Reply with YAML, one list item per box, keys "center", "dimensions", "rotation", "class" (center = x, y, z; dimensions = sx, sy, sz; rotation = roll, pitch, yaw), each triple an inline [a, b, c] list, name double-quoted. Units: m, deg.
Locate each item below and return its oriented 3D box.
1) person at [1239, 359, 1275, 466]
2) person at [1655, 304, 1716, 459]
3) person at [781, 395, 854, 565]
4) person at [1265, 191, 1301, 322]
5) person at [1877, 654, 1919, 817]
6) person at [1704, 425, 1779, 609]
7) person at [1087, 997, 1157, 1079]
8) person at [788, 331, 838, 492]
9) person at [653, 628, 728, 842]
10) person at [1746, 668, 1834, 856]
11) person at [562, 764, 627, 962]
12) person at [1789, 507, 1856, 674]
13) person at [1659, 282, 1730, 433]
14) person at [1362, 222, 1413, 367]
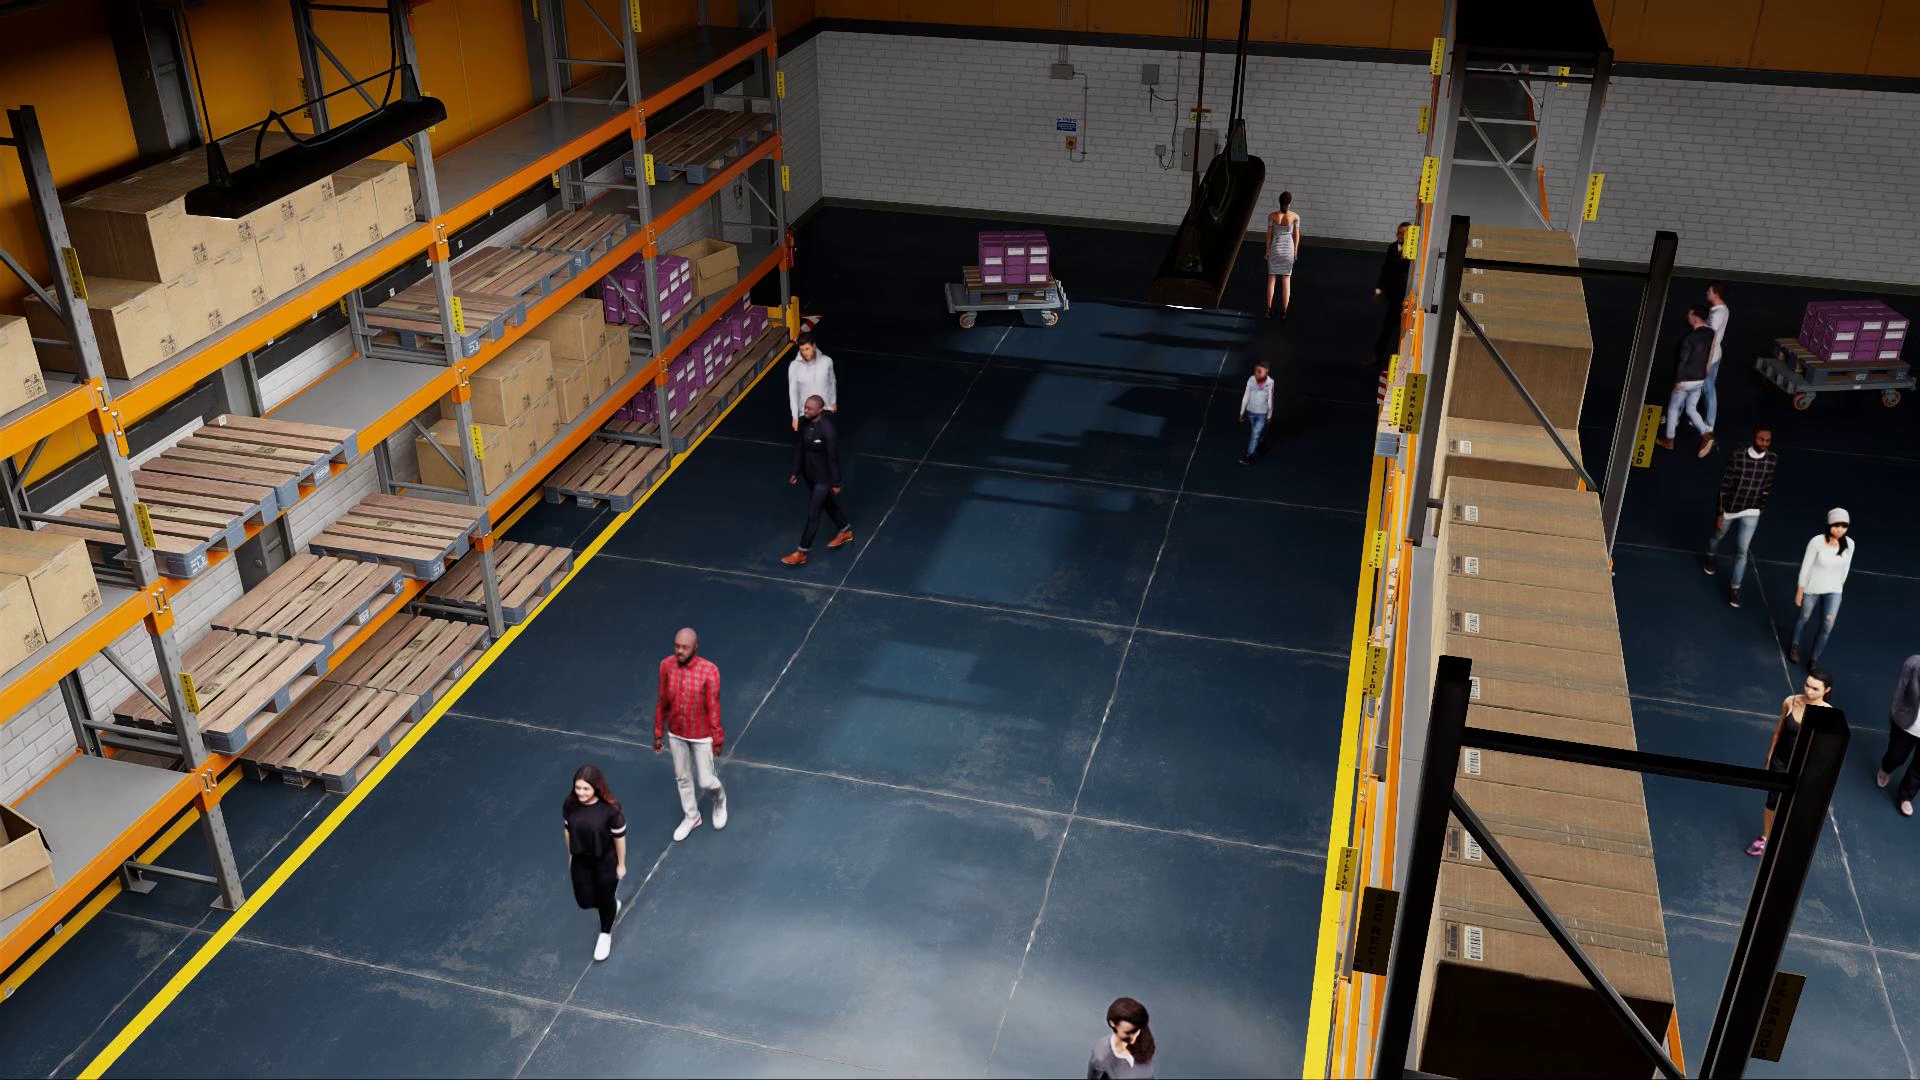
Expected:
- center: [3.447, -1.496, 19.027]
  dimensions: [0.716, 1.230, 0.958]
  rotation: [21, 35, 33]
  class: "person"
- center: [8.385, -1.790, 18.959]
  dimensions: [1.059, 1.811, 1.139]
  rotation: [-13, 31, -22]
  class: "person"
- center: [-1.358, -0.649, 16.908]
  dimensions: [1.277, 1.773, 1.145]
  rotation: [-20, 35, -33]
  class: "person"
- center: [4.403, -3.895, 22.808]
  dimensions: [0.597, 1.822, 0.532]
  rotation: [6, 29, 11]
  class: "person"
- center: [7.694, 1.423, 13.303]
  dimensions: [0.688, 1.588, 0.766]
  rotation: [10, 30, 17]
  class: "person"
- center: [7.616, -0.339, 16.343]
  dimensions: [0.655, 1.769, 1.229]
  rotation: [6, 29, 11]
  class: "person"
- center: [0.926, 3.313, 9.649]
  dimensions: [0.687, 1.769, 0.760]
  rotation: [-17, 33, -29]
  class: "person"
- center: [-1.585, -1.477, 18.318]
  dimensions: [0.895, 1.876, 0.984]
  rotation: [-10, 30, -17]
  class: "person"
- center: [-2.080, 1.454, 13.007]
  dimensions: [0.726, 1.815, 0.759]
  rotation: [10, 30, 18]
  class: "person"
- center: [6.353, 1.710, 12.632]
  dimensions: [0.685, 1.725, 0.650]
  rotation: [-23, 36, -35]
  class: "person"
- center: [-2.550, 2.217, 11.802]
  dimensions: [0.653, 1.631, 0.710]
  rotation: [4, 29, 7]
  class: "person"
- center: [7.791, 0.413, 15.117]
  dimensions: [0.639, 1.623, 0.824]
  rotation: [4, 29, 8]
  class: "person"
- center: [8.877, -2.107, 19.525]
  dimensions: [0.924, 1.827, 0.947]
  rotation: [19, 34, 31]
  class: "person"
- center: [5.745, -3.184, 21.466]
  dimensions: [1.353, 1.858, 1.281]
  rotation: [-16, 32, -26]
  class: "person"
